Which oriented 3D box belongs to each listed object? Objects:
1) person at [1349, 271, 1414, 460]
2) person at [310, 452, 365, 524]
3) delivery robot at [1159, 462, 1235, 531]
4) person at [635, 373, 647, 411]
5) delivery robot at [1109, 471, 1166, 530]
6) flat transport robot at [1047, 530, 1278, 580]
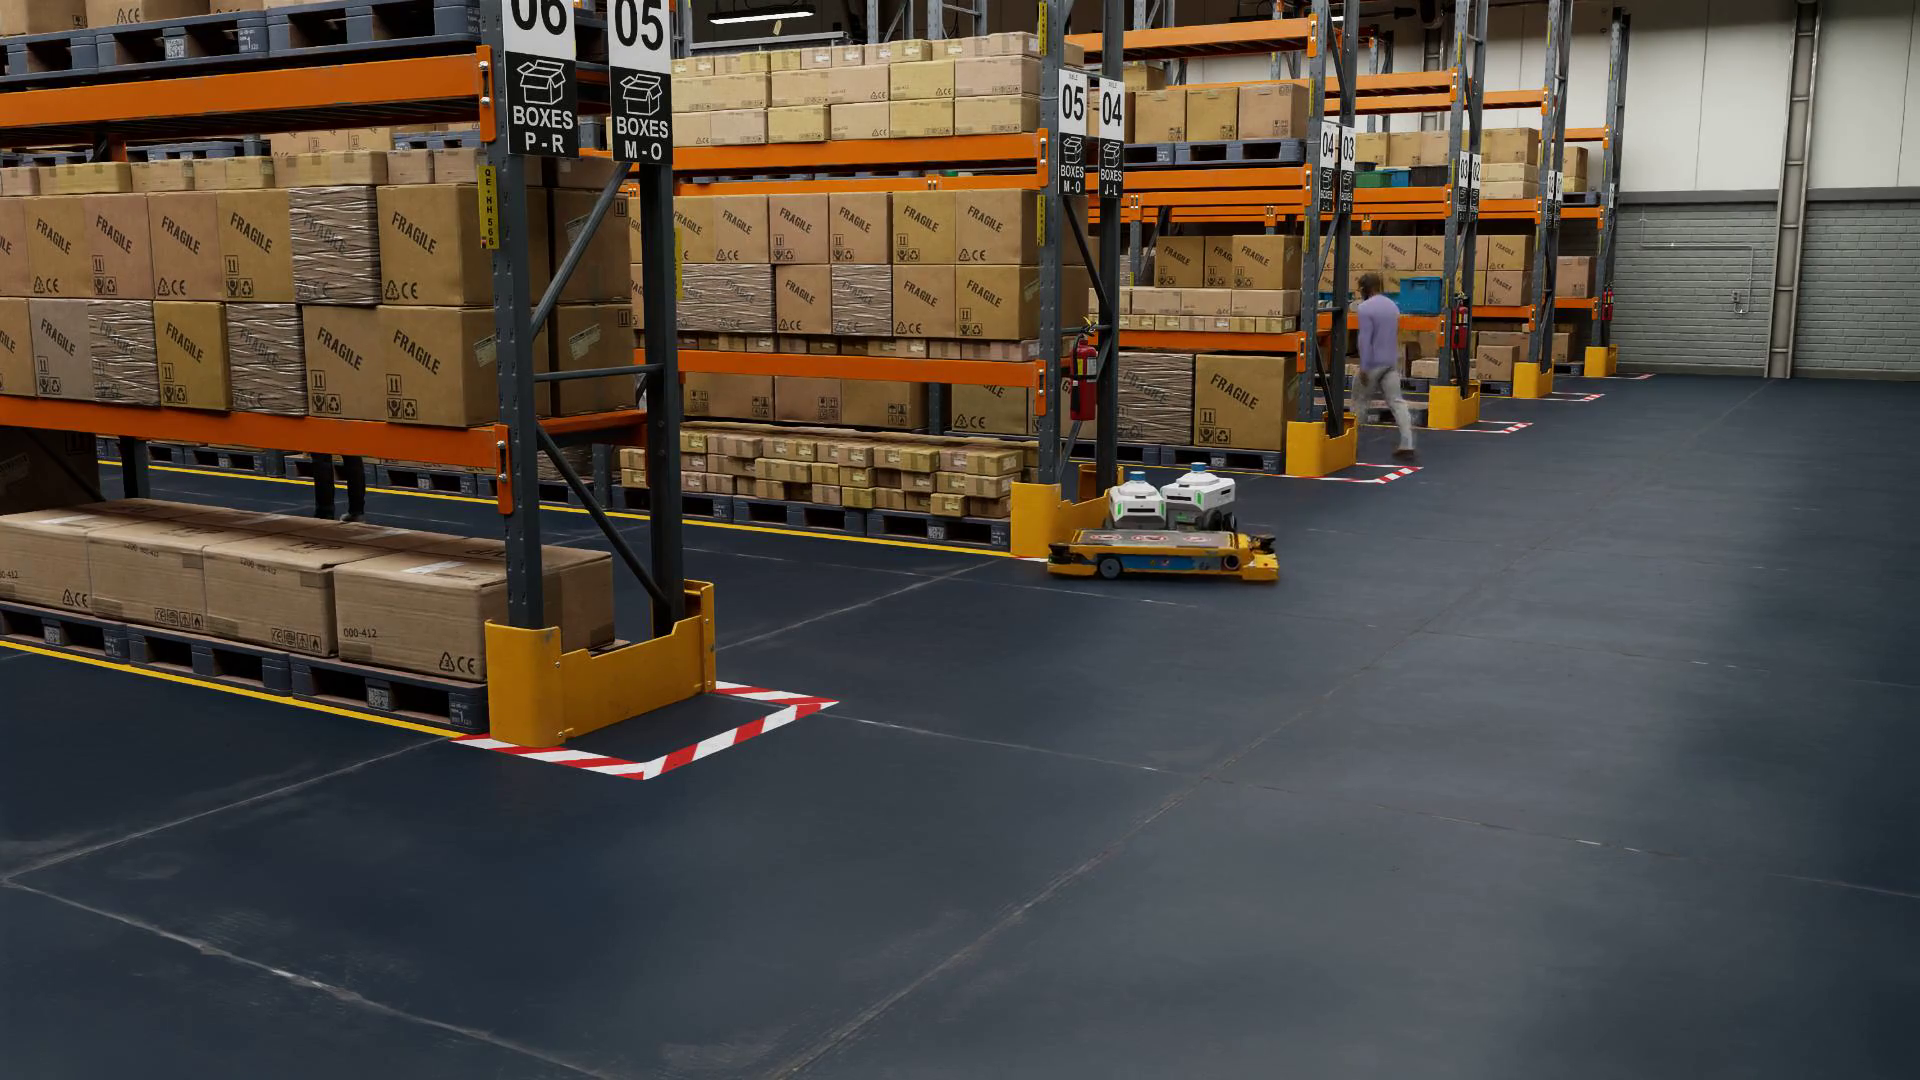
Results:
[{"bbox_3d":[4.139,-1.737,16.647,0.708,1.868,1.042,-8,13,-39],"label":"person"},{"bbox_3d":[-4.694,-1.053,12.308,0.391,1.987,0.608,7,12,35],"label":"person"},{"bbox_3d":[1.699,-0.313,11.885,0.477,0.478,0.707,6,11,29],"label":"delivery robot"},{"bbox_3d":[-3.340,-1.931,17.873,0.619,1.845,0.430,-9,13,-44],"label":"person"},{"bbox_3d":[1.211,-0.226,11.378,0.477,0.478,0.707,0,10,1],"label":"delivery robot"},{"bbox_3d":[1.303,0.083,10.672,1.431,0.197,0.652,2,10,9],"label":"flat transport robot"}]
